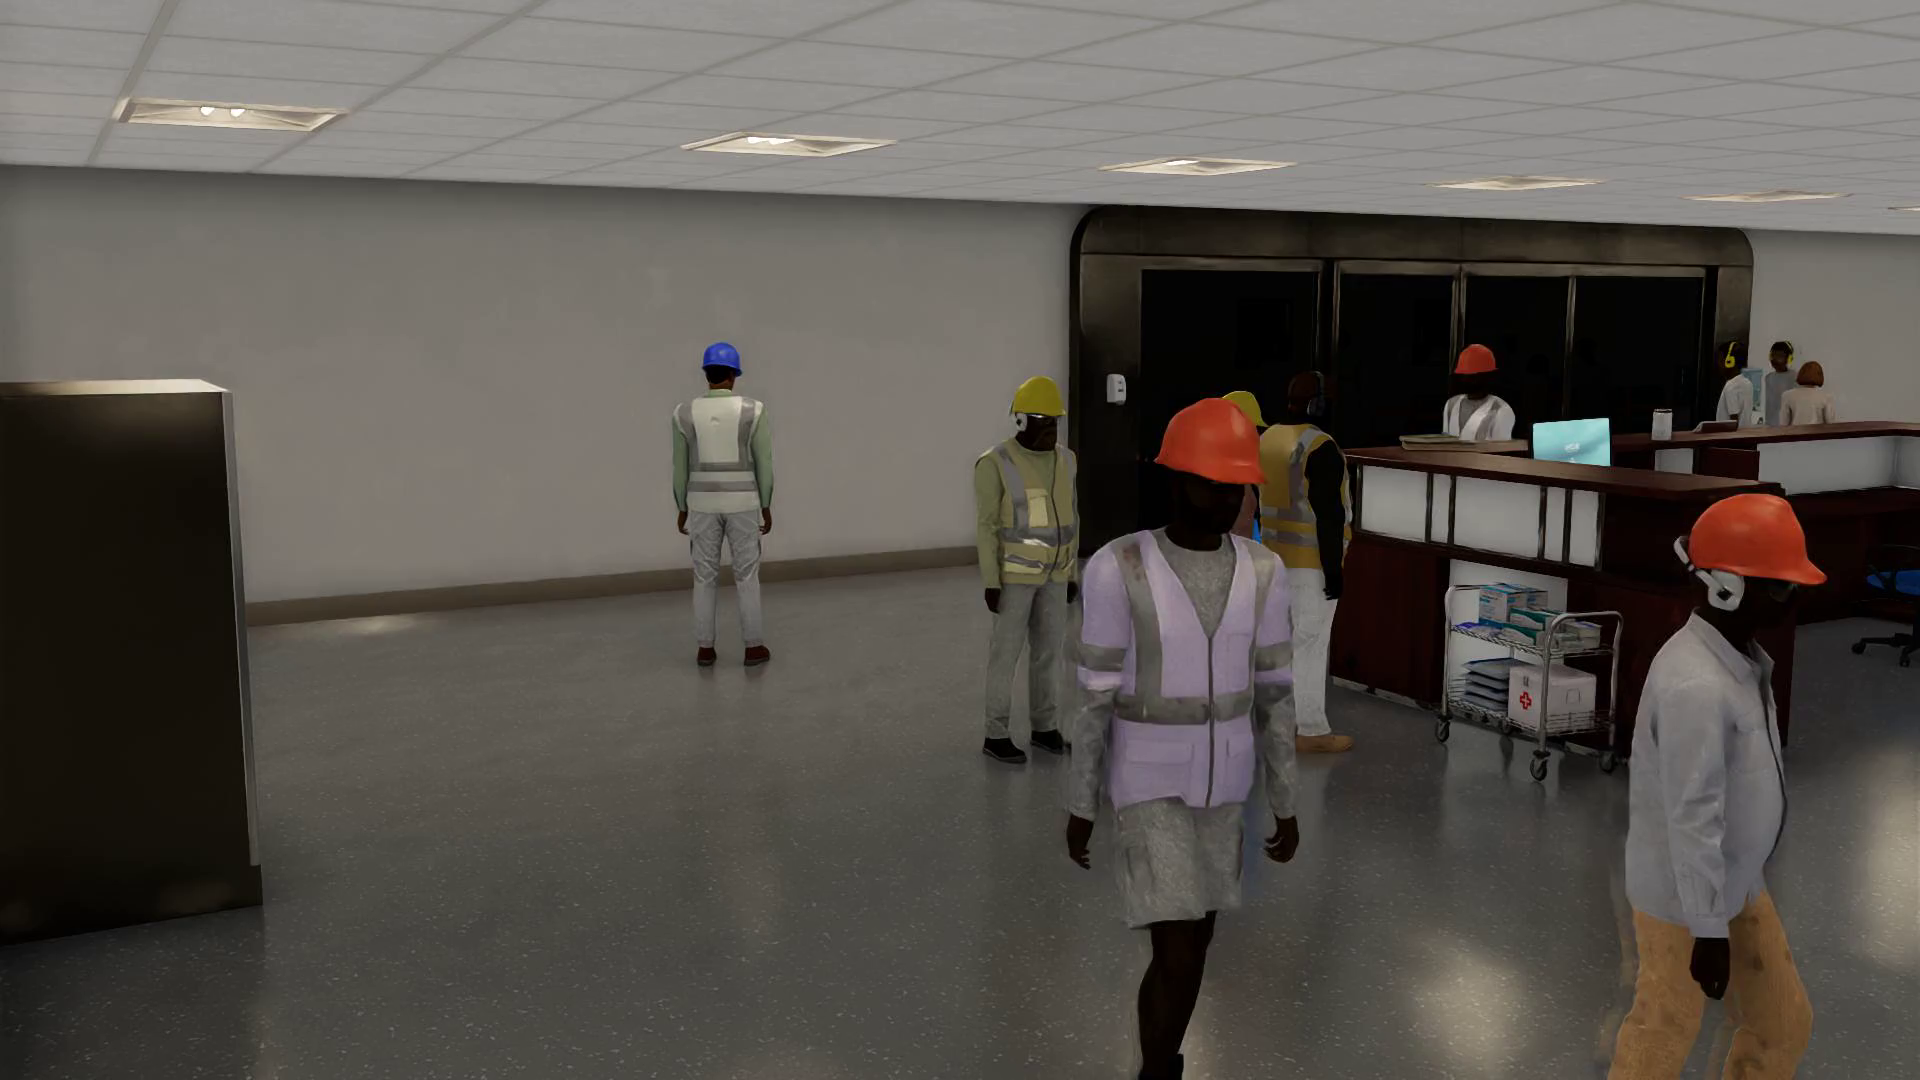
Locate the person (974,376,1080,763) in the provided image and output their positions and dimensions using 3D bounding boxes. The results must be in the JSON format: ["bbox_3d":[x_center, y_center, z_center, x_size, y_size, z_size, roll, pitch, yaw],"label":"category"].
[{"bbox_3d":[0.342,0.142,7.852,0.592,1.823,0.403,-6,10,-36],"label":"person"}]

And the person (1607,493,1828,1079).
[{"bbox_3d":[1.731,0.759,3.677,0.630,1.726,0.599,6,10,36],"label":"person"}]

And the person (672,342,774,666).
[{"bbox_3d":[-1.407,-0.206,9.942,0.602,1.937,0.408,0,8,3],"label":"person"}]

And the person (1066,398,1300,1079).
[{"bbox_3d":[0.579,0.617,4.048,0.587,1.915,0.613,-3,8,-22],"label":"person"}]

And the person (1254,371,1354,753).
[{"bbox_3d":[1.674,0.105,8.062,0.429,1.839,0.622,-3,8,-22],"label":"person"}]

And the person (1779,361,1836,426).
[{"bbox_3d":[8.287,-0.933,16.294,0.501,1.633,0.284,7,10,39],"label":"person"}]

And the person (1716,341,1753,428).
[{"bbox_3d":[6.495,-0.737,14.032,0.310,1.868,0.533,6,10,37],"label":"person"}]

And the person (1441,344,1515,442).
[{"bbox_3d":[3.443,-0.346,11.051,0.837,1.916,0.555,-4,9,-26],"label":"person"}]
